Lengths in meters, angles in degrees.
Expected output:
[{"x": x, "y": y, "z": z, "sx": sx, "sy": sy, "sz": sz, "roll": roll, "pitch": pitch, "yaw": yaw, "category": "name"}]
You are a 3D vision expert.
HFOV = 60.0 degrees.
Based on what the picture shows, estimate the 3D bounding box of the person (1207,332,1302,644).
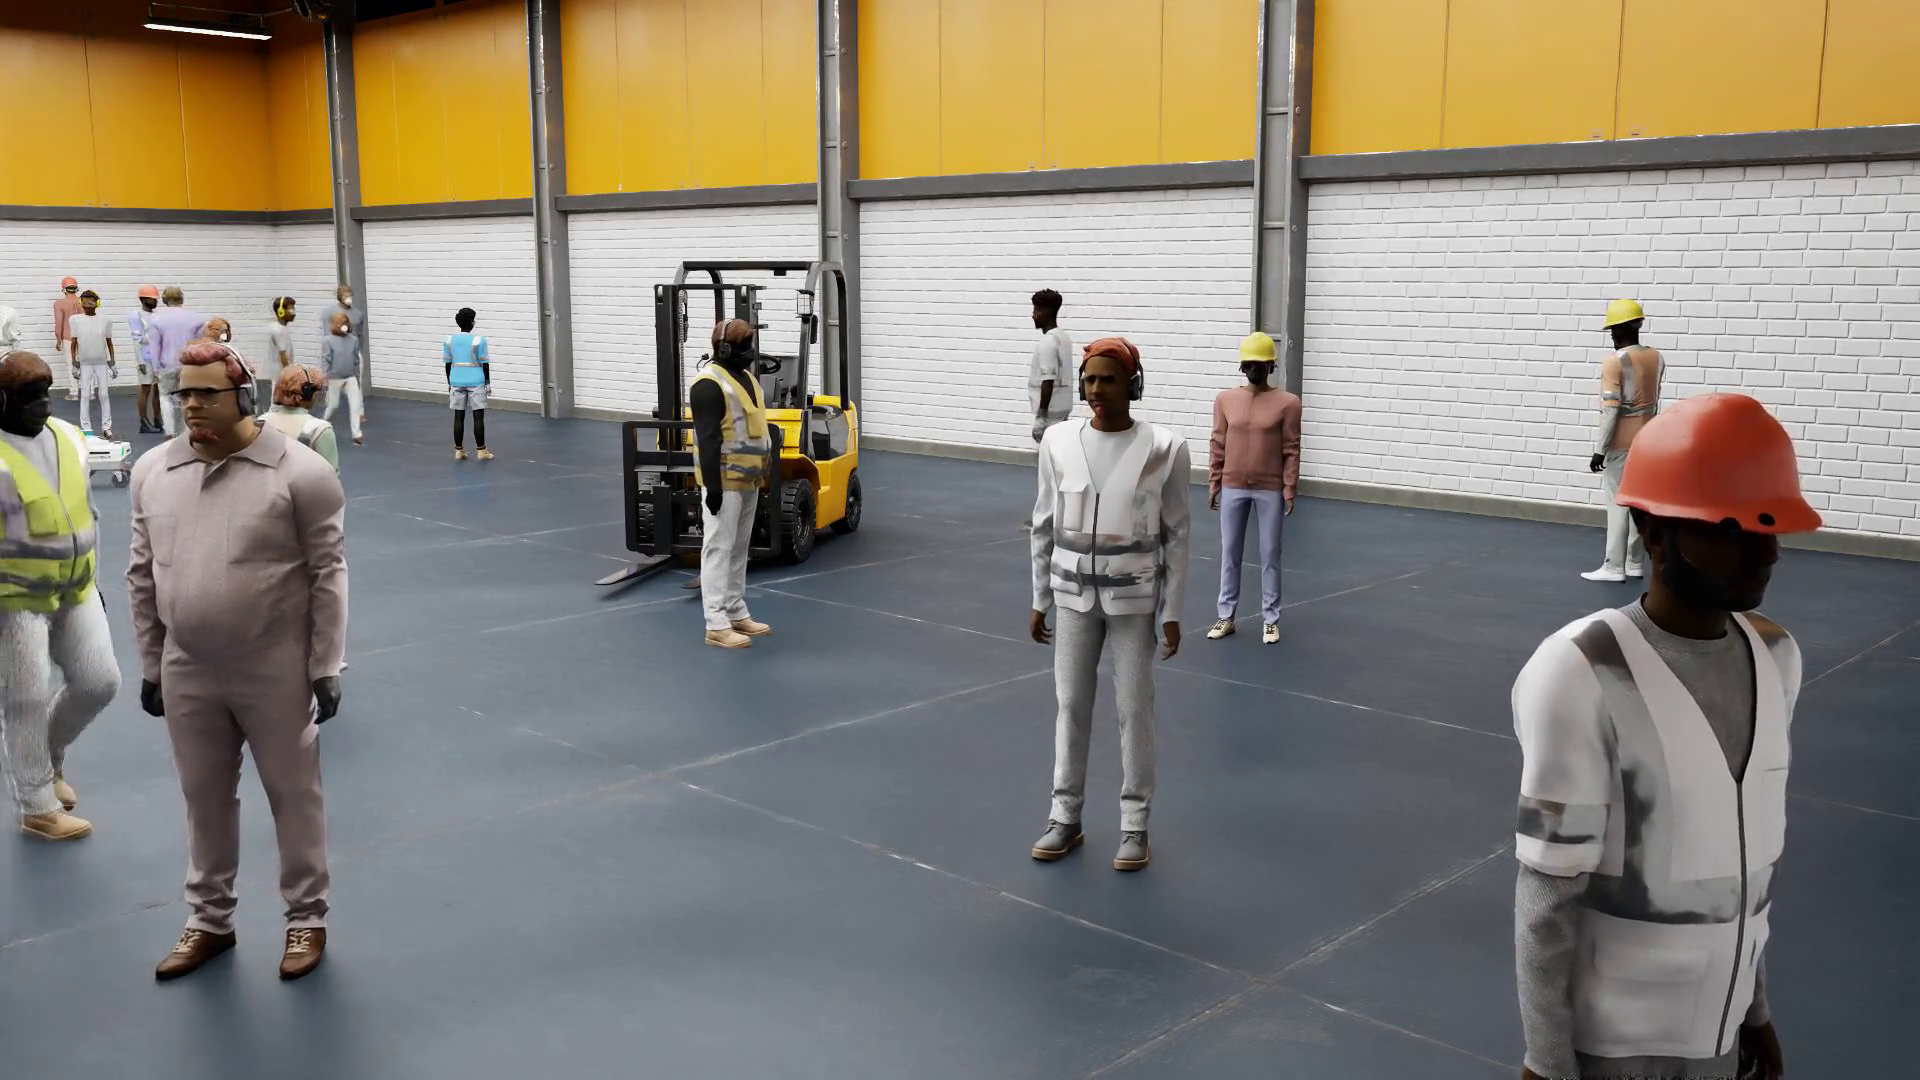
[{"x": 1.664, "y": -0.294, "z": 9.455, "sx": 0.525, "sy": 1.770, "sz": 0.307, "roll": 4, "pitch": 10, "yaw": 22, "category": "person"}]

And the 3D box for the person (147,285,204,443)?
[{"x": -9.314, "y": -2.058, "z": 19.798, "sx": 0.629, "sy": 1.915, "sz": 0.718, "roll": -6, "pitch": 11, "yaw": -34, "category": "person"}]

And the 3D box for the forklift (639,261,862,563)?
[{"x": -1.552, "y": -1.040, "z": 12.721, "sx": 1.214, "sy": 2.155, "sz": 2.313, "roll": 2, "pitch": 9, "yaw": 11, "category": "forklift"}]

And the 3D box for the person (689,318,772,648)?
[{"x": -1.280, "y": -0.327, "z": 9.428, "sx": 0.430, "sy": 1.844, "sz": 0.624, "roll": 3, "pitch": 10, "yaw": 16, "category": "person"}]

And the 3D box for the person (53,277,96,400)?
[{"x": -14.324, "y": -3.252, "z": 26.895, "sx": 0.395, "sy": 1.993, "sz": 0.612, "roll": 7, "pitch": 12, "yaw": 37, "category": "person"}]

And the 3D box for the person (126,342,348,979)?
[{"x": -2.158, "y": 0.370, "z": 4.958, "sx": 0.643, "sy": 1.908, "sz": 0.399, "roll": 0, "pitch": 9, "yaw": 3, "category": "person"}]

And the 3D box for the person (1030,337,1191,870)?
[{"x": 0.518, "y": 0.227, "z": 5.901, "sx": 0.572, "sy": 1.883, "sz": 0.355, "roll": 4, "pitch": 10, "yaw": 22, "category": "person"}]

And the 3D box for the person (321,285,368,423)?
[{"x": -8.582, "y": -2.594, "z": 23.144, "sx": 0.634, "sy": 1.916, "sz": 0.898, "roll": -9, "pitch": 13, "yaw": -44, "category": "person"}]

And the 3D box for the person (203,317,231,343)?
[{"x": -7.547, "y": -1.454, "z": 16.969, "sx": 0.289, "sy": 1.633, "sz": 0.500, "roll": 1, "pitch": 9, "yaw": 3, "category": "person"}]

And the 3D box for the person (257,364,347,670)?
[{"x": -3.438, "y": -0.097, "z": 8.668, "sx": 0.526, "sy": 1.631, "sz": 0.318, "roll": 4, "pitch": 10, "yaw": 22, "category": "person"}]

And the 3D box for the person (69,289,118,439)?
[{"x": -10.781, "y": -2.177, "z": 20.702, "sx": 0.519, "sy": 1.865, "sz": 0.327, "roll": -6, "pitch": 11, "yaw": -33, "category": "person"}]

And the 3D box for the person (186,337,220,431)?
[{"x": -5.731, "y": -0.758, "z": 12.817, "sx": 0.852, "sy": 1.590, "sz": 0.500, "roll": -1, "pitch": 9, "yaw": -9, "category": "person"}]

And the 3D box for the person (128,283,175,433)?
[{"x": -10.444, "y": -2.338, "z": 21.485, "sx": 0.373, "sy": 1.932, "sz": 0.548, "roll": 2, "pitch": 10, "yaw": 13, "category": "person"}]

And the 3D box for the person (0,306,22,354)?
[{"x": -11.403, "y": -2.085, "z": 19.648, "sx": 0.607, "sy": 2.032, "sz": 0.414, "roll": -3, "pitch": 10, "yaw": -18, "category": "person"}]

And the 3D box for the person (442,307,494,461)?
[{"x": -5.430, "y": -1.716, "z": 18.384, "sx": 0.541, "sy": 1.696, "sz": 0.315, "roll": 1, "pitch": 9, "yaw": 9, "category": "person"}]

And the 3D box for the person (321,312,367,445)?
[{"x": -7.514, "y": -1.962, "z": 20.159, "sx": 0.787, "sy": 1.601, "sz": 0.512, "roll": 8, "pitch": 12, "yaw": 41, "category": "person"}]

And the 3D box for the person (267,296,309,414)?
[{"x": -7.525, "y": -1.774, "z": 18.368, "sx": 0.911, "sy": 1.825, "sz": 0.482, "roll": -1, "pitch": 9, "yaw": -8, "category": "person"}]

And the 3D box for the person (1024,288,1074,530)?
[{"x": 0.732, "y": -1.061, "z": 13.548, "sx": 0.361, "sy": 1.963, "sz": 0.613, "roll": 3, "pitch": 10, "yaw": 18, "category": "person"}]

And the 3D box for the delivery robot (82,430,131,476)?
[{"x": -8.458, "y": -0.829, "z": 16.152, "sx": 0.707, "sy": 0.478, "sz": 0.477, "roll": -3, "pitch": 10, "yaw": -17, "category": "delivery robot"}]

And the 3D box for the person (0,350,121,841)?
[{"x": -3.419, "y": 0.215, "z": 6.135, "sx": 0.434, "sy": 1.829, "sz": 0.656, "roll": 3, "pitch": 10, "yaw": 18, "category": "person"}]

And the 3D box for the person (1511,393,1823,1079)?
[{"x": 1.108, "y": 0.736, "z": 2.616, "sx": 0.548, "sy": 1.937, "sz": 0.379, "roll": -5, "pitch": 10, "yaw": -27, "category": "person"}]

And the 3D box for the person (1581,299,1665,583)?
[{"x": 4.485, "y": -0.664, "z": 11.262, "sx": 0.584, "sy": 1.918, "sz": 0.376, "roll": -7, "pitch": 11, "yaw": -35, "category": "person"}]
